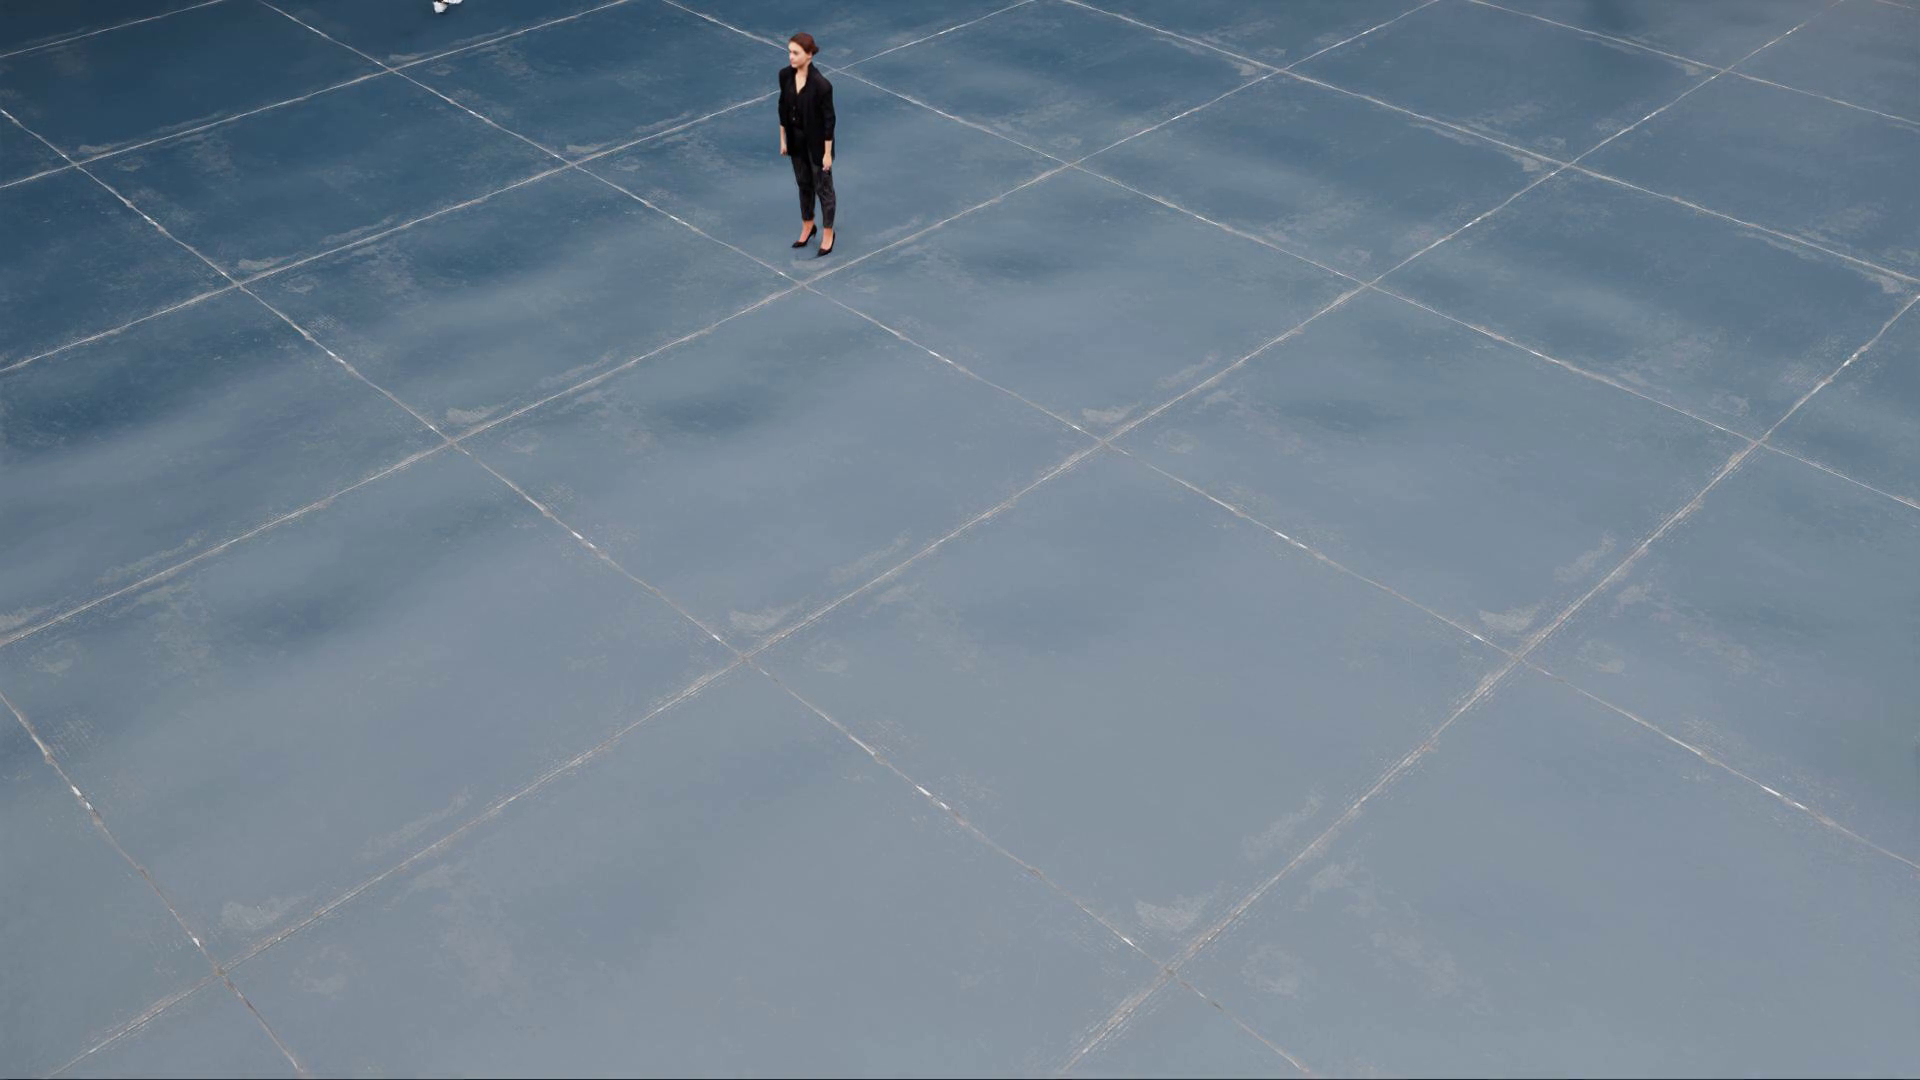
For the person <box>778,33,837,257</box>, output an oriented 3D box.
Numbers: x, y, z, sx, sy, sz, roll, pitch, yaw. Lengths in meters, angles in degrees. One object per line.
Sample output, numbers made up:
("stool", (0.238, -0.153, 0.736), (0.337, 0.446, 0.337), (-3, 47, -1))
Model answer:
("person", (-1.115, -2.962, 12.443), (0.683, 1.718, 0.629), (22, 43, 27))
